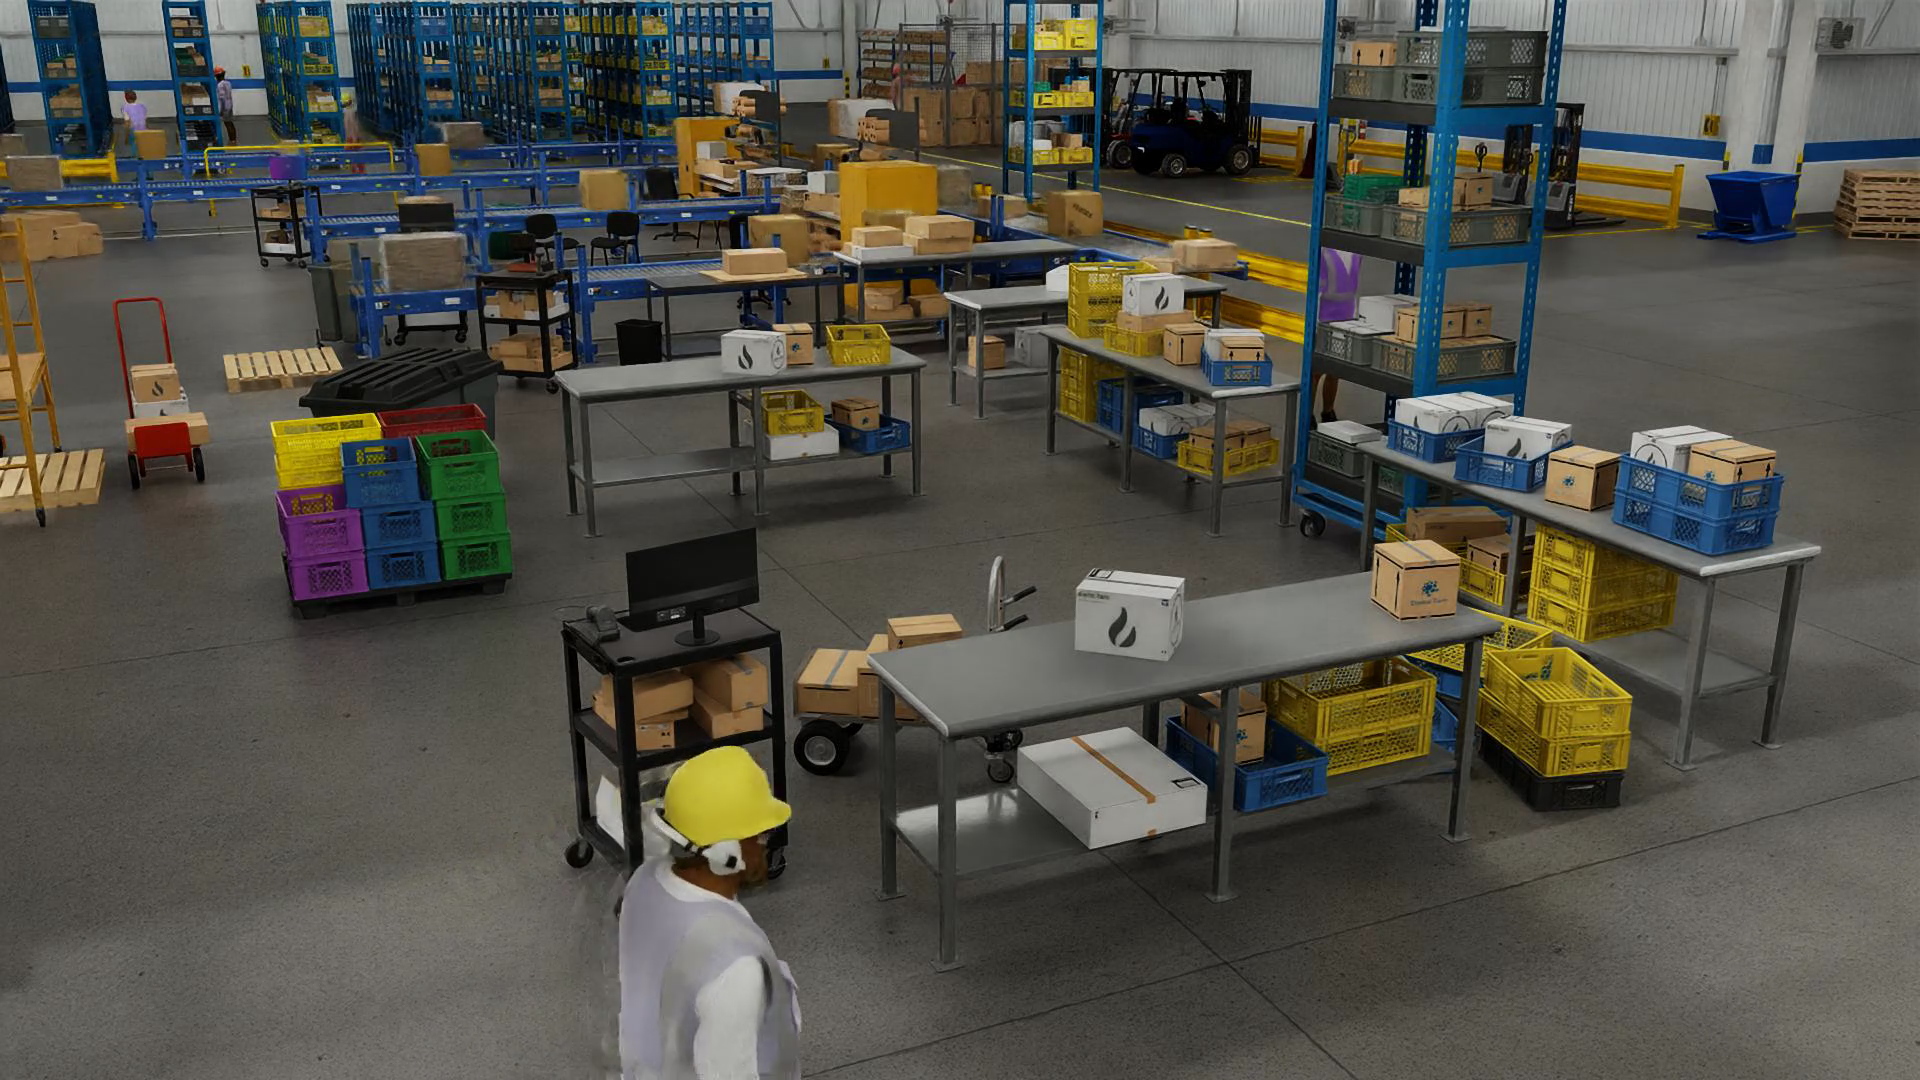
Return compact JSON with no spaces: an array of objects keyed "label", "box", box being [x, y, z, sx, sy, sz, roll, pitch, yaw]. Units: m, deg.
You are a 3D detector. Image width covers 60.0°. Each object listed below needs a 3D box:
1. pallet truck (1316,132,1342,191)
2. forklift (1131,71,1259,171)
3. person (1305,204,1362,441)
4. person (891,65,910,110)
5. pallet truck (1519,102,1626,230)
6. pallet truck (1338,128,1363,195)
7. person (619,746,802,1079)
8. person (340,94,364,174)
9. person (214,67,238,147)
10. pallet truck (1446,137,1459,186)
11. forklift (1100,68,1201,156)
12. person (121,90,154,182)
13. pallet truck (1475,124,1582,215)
[{"label":"pallet truck","box":[7.723,-7.504,32.656,1.601,1.201,0.680,-8,19,-23]},{"label":"forklift","box":[4.998,-8.936,35.413,2.680,1.987,1.157,-9,20,-25]},{"label":"person","box":[3.022,-1.750,13.382,0.547,1.934,0.375,-12,21,-34]},{"label":"person","box":[-1.552,-12.225,46.368,0.761,1.943,0.497,-10,20,-29]},{"label":"pallet truck","box":[9.972,-6.037,26.785,1.885,1.965,0.823,-9,20,-25]},{"label":"pallet truck","box":[7.845,-7.140,31.411,1.522,1.261,0.704,-9,20,-25]},{"label":"person","box":[-0.463,1.311,3.944,0.807,1.800,0.626,-11,20,-30]},{"label":"person","box":[-12.588,-8.282,34.266,0.534,1.751,0.532,-4,18,-11]},{"label":"person","box":[-18.711,-10.991,42.324,0.386,2.039,0.605,-1,18,-3]},{"label":"pallet truck","box":[9.184,-6.485,29.328,1.630,1.274,0.653,-8,19,-23]},{"label":"forklift","box":[4.082,-9.564,37.410,2.680,1.987,1.157,-8,19,-23]},{"label":"person","box":[-16.882,-8.291,34.132,0.374,1.843,0.575,7,19,21]},{"label":"pallet truck","box":[9.707,-6.455,28.103,1.885,1.965,0.823,-7,19,-20]}]
